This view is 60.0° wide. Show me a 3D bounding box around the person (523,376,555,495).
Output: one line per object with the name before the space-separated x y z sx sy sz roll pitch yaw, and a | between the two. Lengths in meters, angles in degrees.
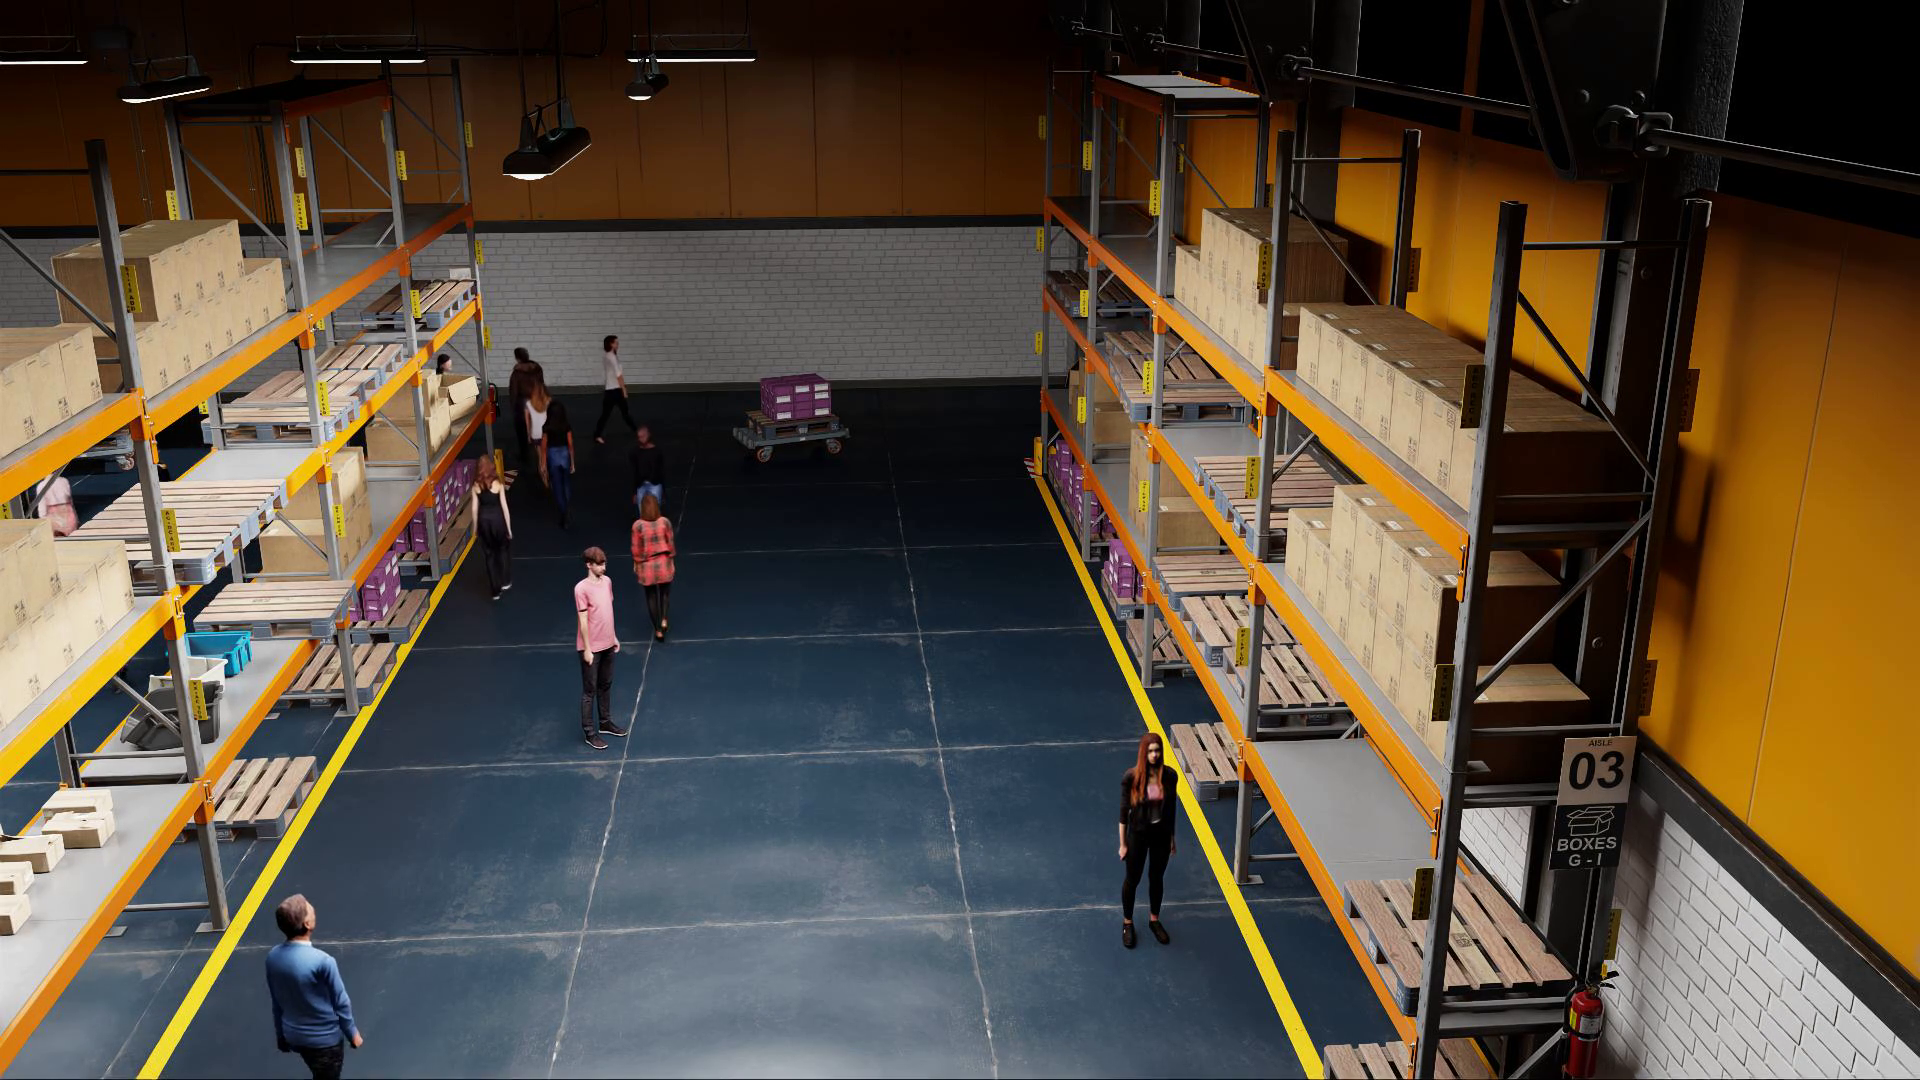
person | -5.947 -1.460 23.605 0.622 1.703 0.585 0 19 -1

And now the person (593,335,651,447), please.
person | -5.512 -2.282 25.994 0.903 1.735 1.136 -7 20 -19

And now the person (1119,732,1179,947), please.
person | 1.420 2.239 12.605 0.612 1.713 0.540 -3 19 -10

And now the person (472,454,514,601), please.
person | -5.533 -0.129 19.610 0.629 1.730 0.726 -2 19 -6

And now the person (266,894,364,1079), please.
person | -3.978 3.038 10.102 1.001 1.795 1.208 8 20 22

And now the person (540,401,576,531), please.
person | -5.305 -0.971 22.122 0.689 1.722 0.733 -10 21 -28

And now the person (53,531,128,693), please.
person | -8.832 0.780 16.746 0.927 1.835 1.248 4 19 13

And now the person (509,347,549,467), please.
person | -6.421 -1.956 24.895 1.134 1.819 1.075 16 24 39

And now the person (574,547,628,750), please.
person | -3.483 0.992 15.913 0.783 1.964 0.680 10 21 27

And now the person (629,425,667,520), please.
person | -3.970 -0.644 21.146 0.647 1.725 1.012 -4 19 -12

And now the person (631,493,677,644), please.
person | -3.346 0.329 18.308 0.713 1.692 0.748 -7 20 -19
